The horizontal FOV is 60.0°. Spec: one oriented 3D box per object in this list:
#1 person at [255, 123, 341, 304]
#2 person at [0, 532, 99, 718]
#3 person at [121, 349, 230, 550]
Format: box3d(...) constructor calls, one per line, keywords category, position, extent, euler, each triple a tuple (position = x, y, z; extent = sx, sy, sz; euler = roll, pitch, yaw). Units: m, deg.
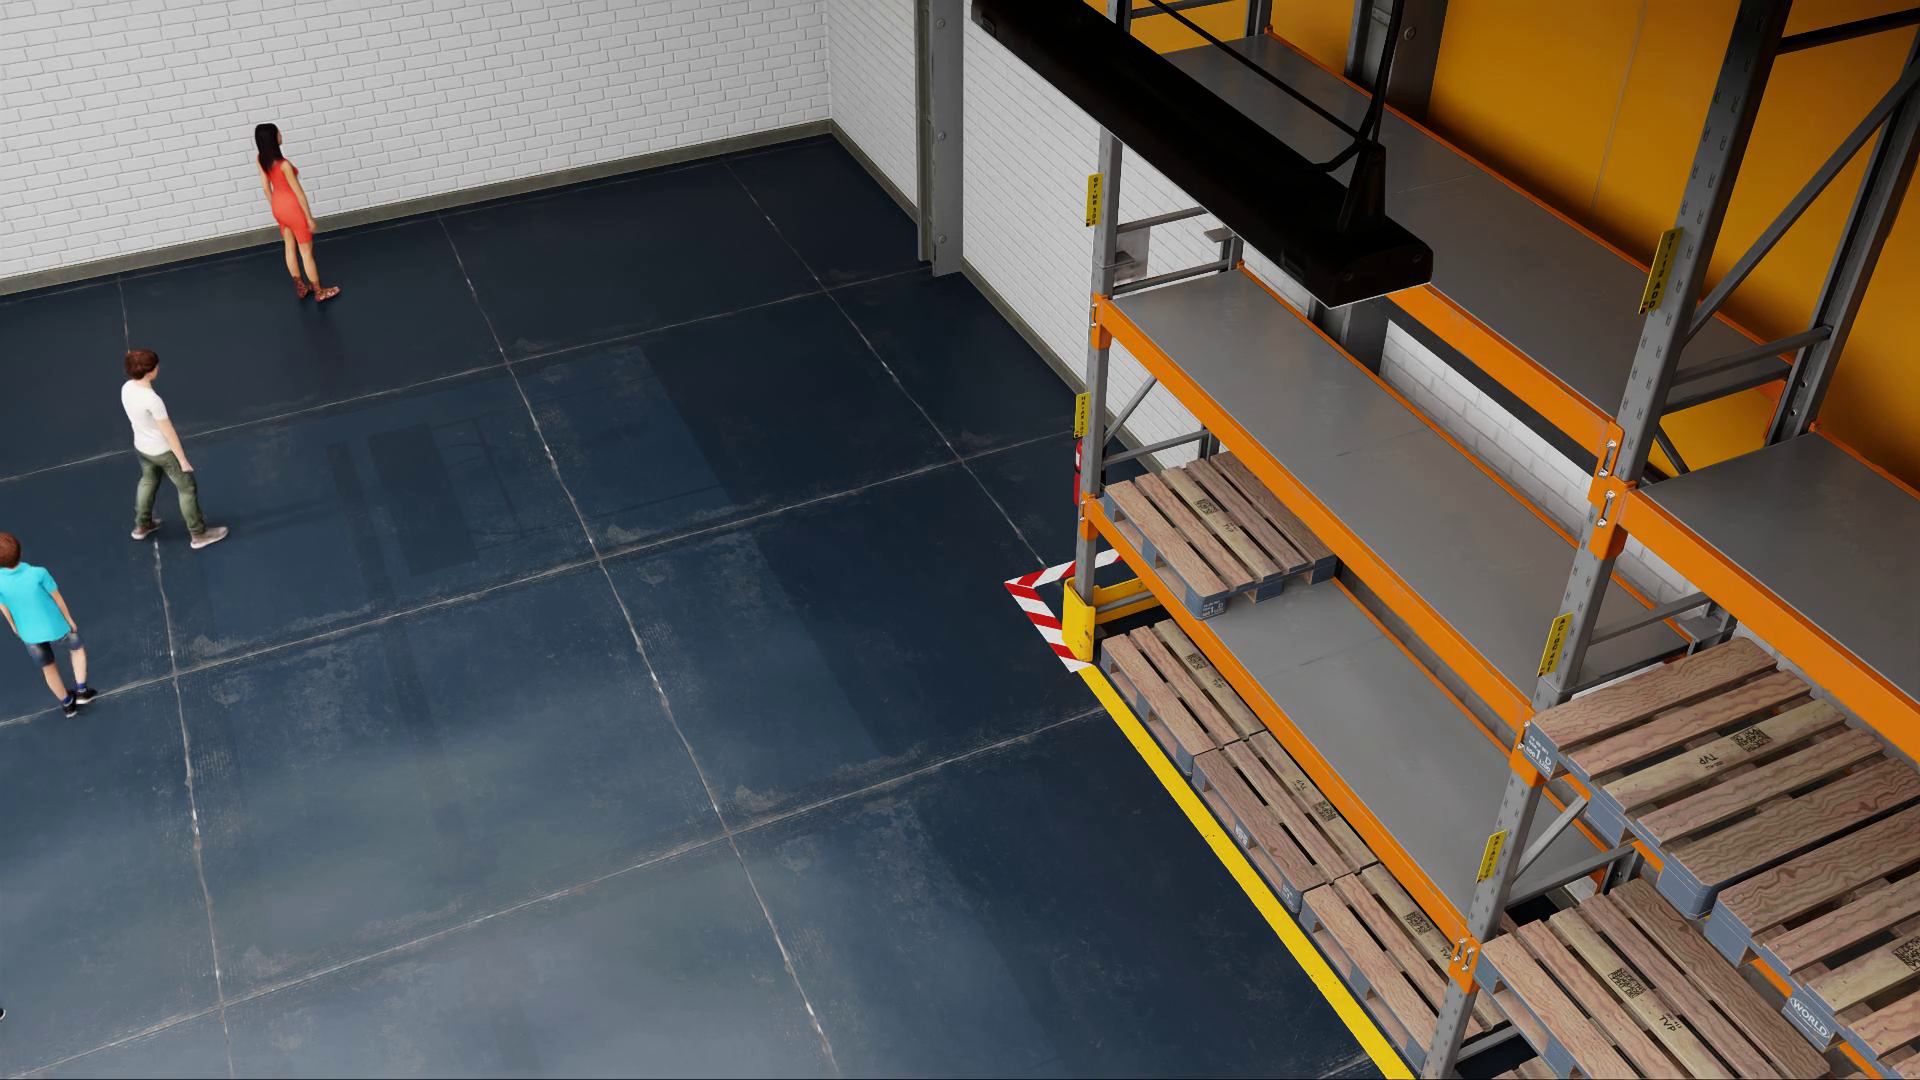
box3d(category="person", position=(-6.030, -2.941, 14.971), extent=(0.652, 1.718, 0.734), euler=(18, 42, 21))
box3d(category="person", position=(-5.951, 0.588, 10.775), extent=(0.560, 1.440, 0.552), euler=(-11, 40, -14))
box3d(category="person", position=(-5.846, -0.657, 12.171), extent=(0.913, 1.642, 1.017), euler=(22, 44, 25))
